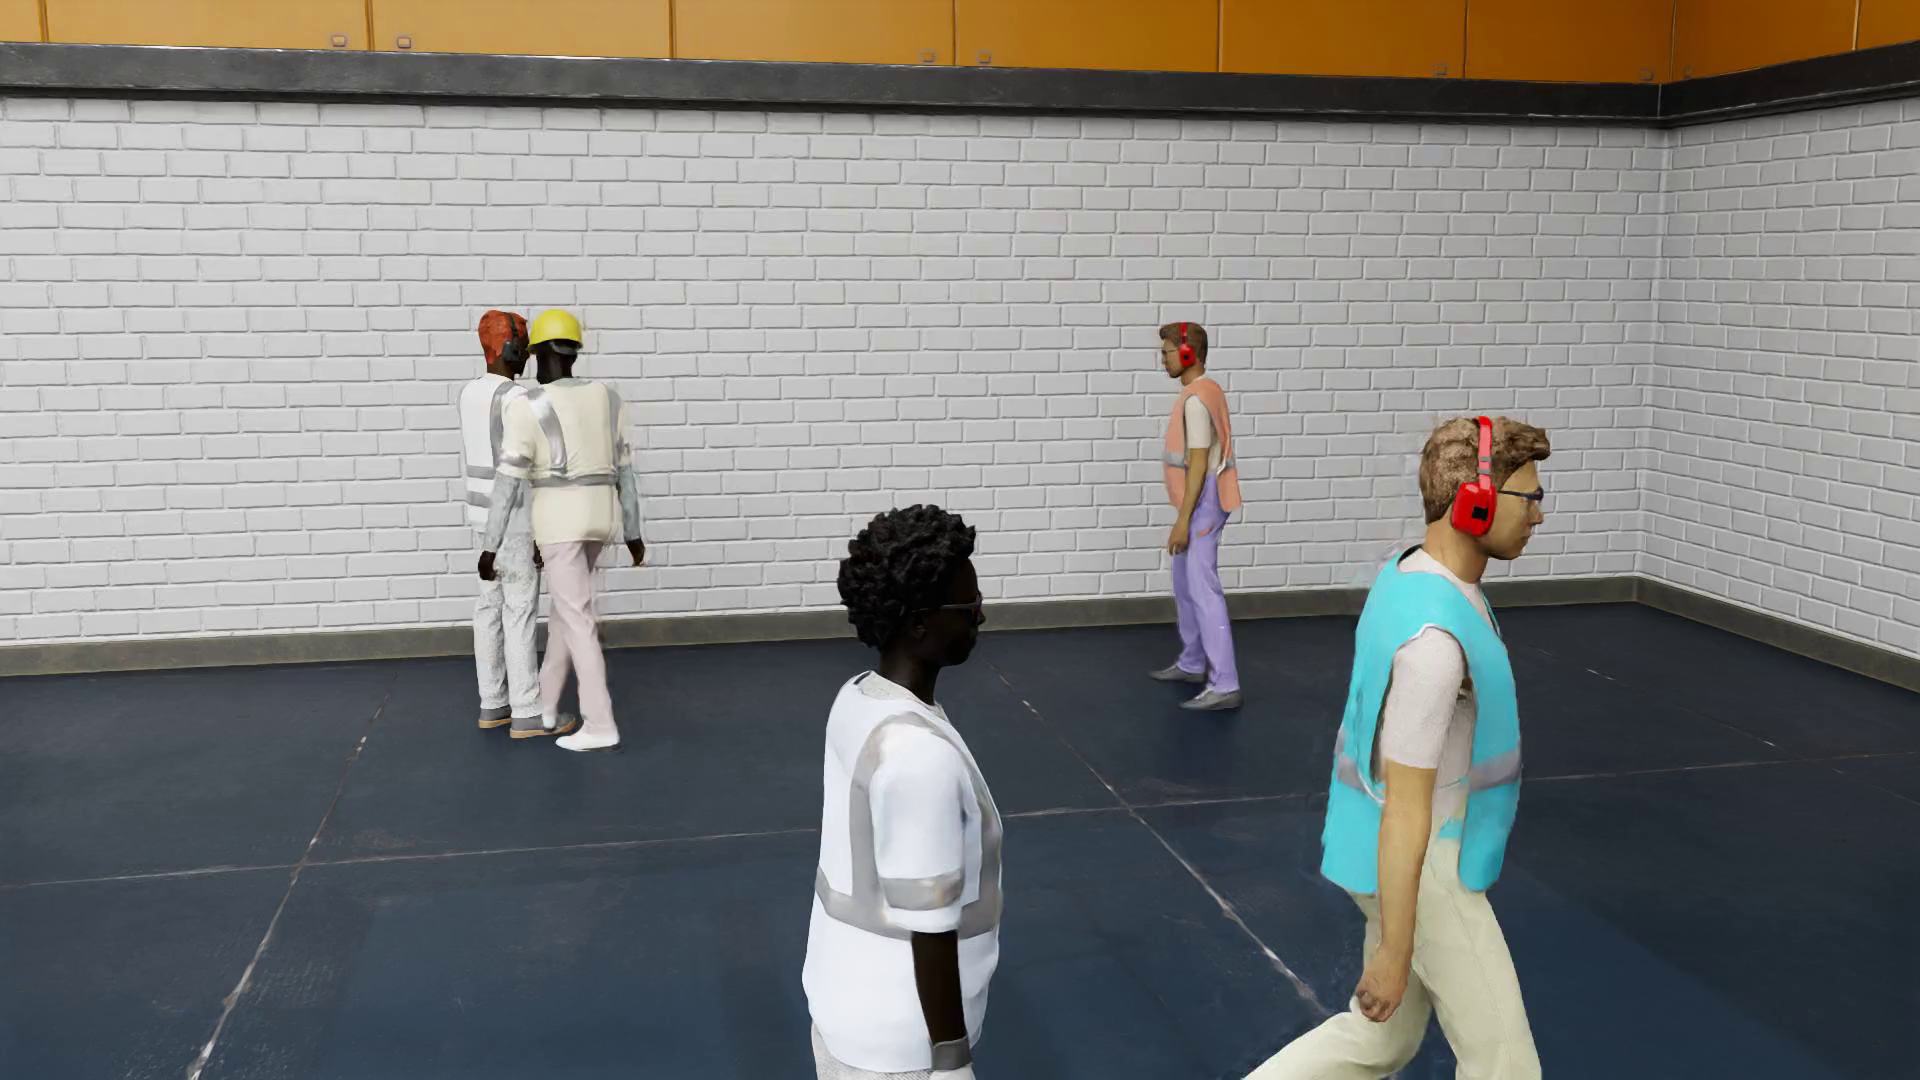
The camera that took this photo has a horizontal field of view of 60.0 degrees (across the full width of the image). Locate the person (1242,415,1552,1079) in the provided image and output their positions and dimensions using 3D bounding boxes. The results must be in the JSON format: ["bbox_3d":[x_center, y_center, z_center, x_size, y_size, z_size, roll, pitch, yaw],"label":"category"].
[{"bbox_3d":[0.835,0.651,3.237,0.850,1.807,0.555,2,9,11],"label":"person"}]

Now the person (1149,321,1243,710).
[{"bbox_3d":[1.138,-0.134,7.998,0.430,1.831,0.607,1,9,8],"label":"person"}]

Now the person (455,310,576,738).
[{"bbox_3d":[-1.991,-0.068,7.369,0.575,1.885,0.355,9,13,44],"label":"person"}]

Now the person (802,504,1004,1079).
[{"bbox_3d":[-0.091,0.784,2.742,0.322,1.697,0.533,-2,10,-14],"label":"person"}]

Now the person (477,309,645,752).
[{"bbox_3d":[-1.769,-0.047,7.212,0.837,1.878,0.722,6,11,34],"label":"person"}]
